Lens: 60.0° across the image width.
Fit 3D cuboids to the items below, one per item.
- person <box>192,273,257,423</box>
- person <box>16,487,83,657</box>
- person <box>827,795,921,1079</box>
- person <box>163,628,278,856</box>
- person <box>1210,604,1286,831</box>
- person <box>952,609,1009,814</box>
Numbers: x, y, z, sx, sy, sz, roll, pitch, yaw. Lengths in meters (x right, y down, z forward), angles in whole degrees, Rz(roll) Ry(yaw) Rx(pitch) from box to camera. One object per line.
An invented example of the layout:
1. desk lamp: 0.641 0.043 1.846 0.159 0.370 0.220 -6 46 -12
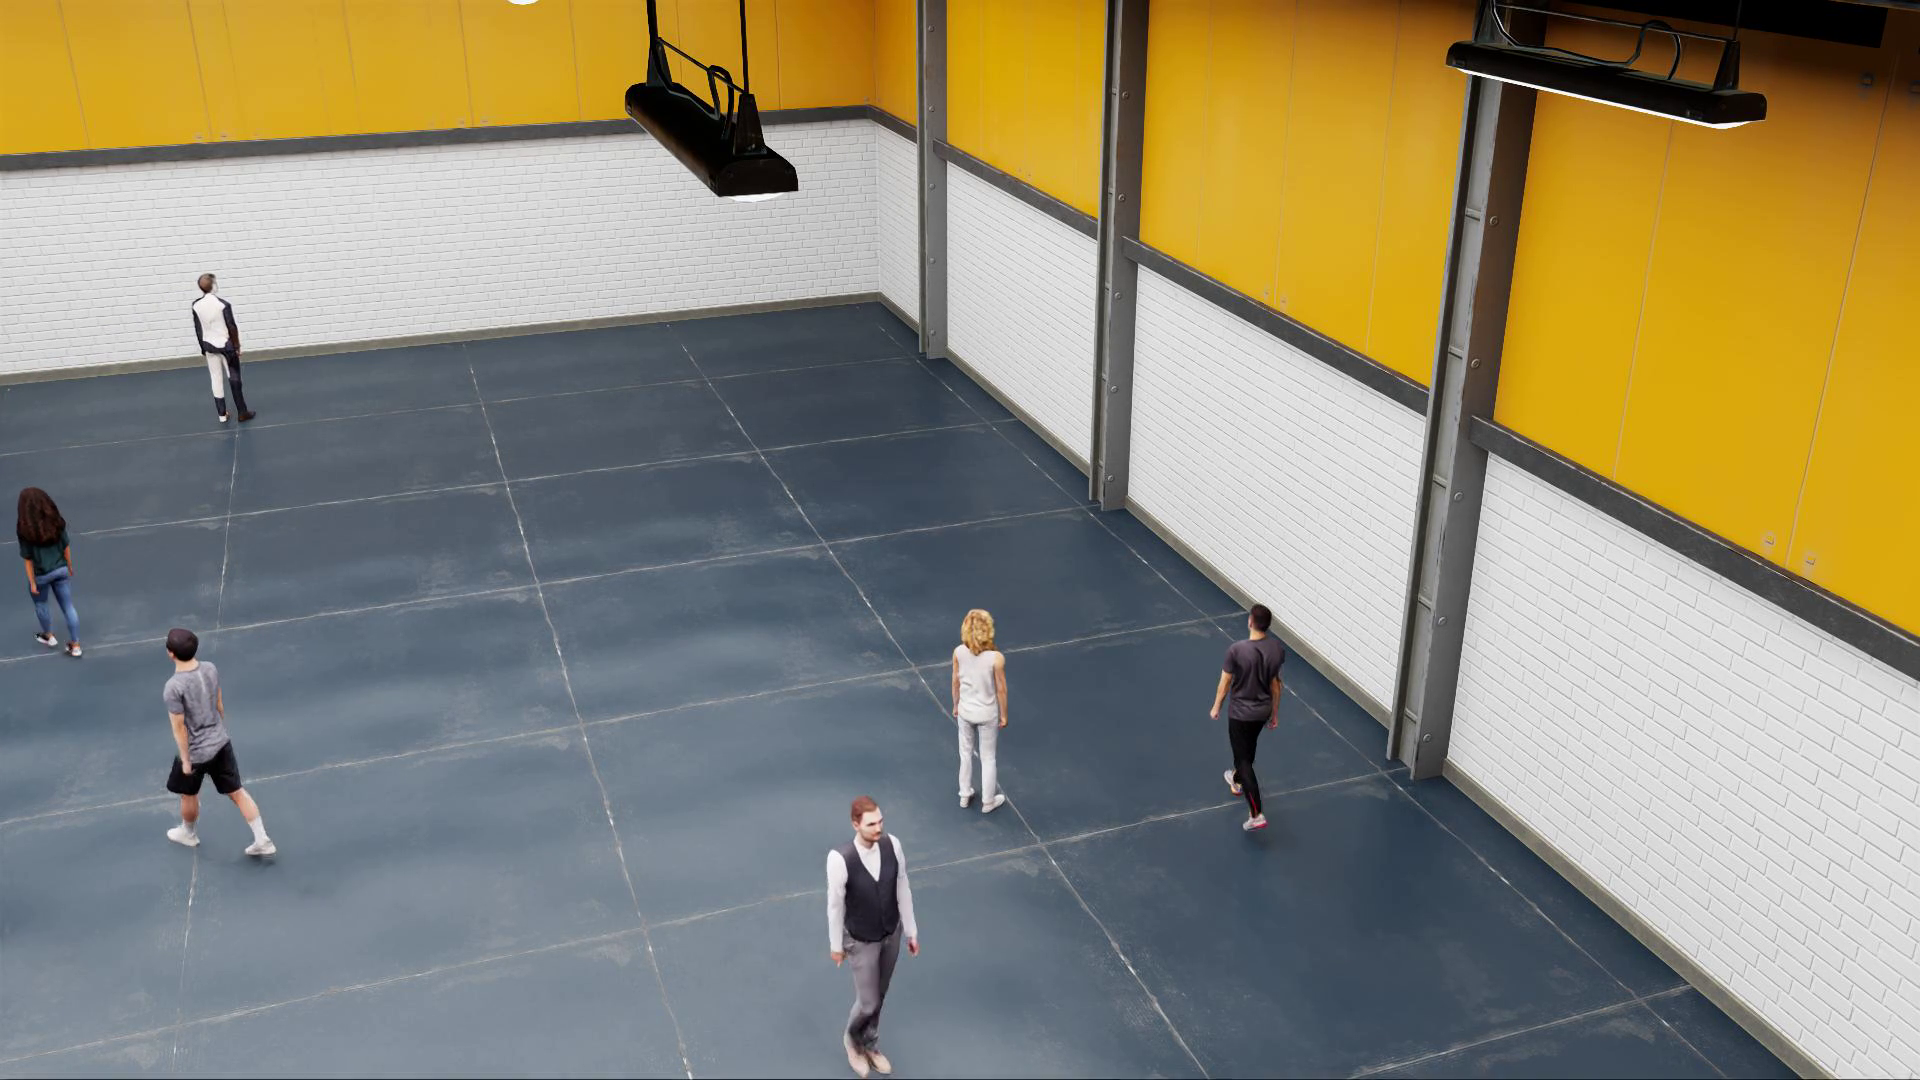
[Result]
1. person: -9.337 -2.425 20.982 0.755 1.892 0.727 1 24 2
2. person: -8.215 0.320 15.073 0.953 1.597 0.839 18 29 35
3. person: -0.586 2.344 10.035 0.742 1.923 0.729 -18 29 -35
4. person: -5.385 1.522 12.026 1.251 1.834 1.210 10 26 22
5. person: 2.204 1.356 12.538 0.667 1.729 1.151 -8 25 -17
6. person: 0.133 1.300 12.737 0.691 1.671 0.744 10 25 21
